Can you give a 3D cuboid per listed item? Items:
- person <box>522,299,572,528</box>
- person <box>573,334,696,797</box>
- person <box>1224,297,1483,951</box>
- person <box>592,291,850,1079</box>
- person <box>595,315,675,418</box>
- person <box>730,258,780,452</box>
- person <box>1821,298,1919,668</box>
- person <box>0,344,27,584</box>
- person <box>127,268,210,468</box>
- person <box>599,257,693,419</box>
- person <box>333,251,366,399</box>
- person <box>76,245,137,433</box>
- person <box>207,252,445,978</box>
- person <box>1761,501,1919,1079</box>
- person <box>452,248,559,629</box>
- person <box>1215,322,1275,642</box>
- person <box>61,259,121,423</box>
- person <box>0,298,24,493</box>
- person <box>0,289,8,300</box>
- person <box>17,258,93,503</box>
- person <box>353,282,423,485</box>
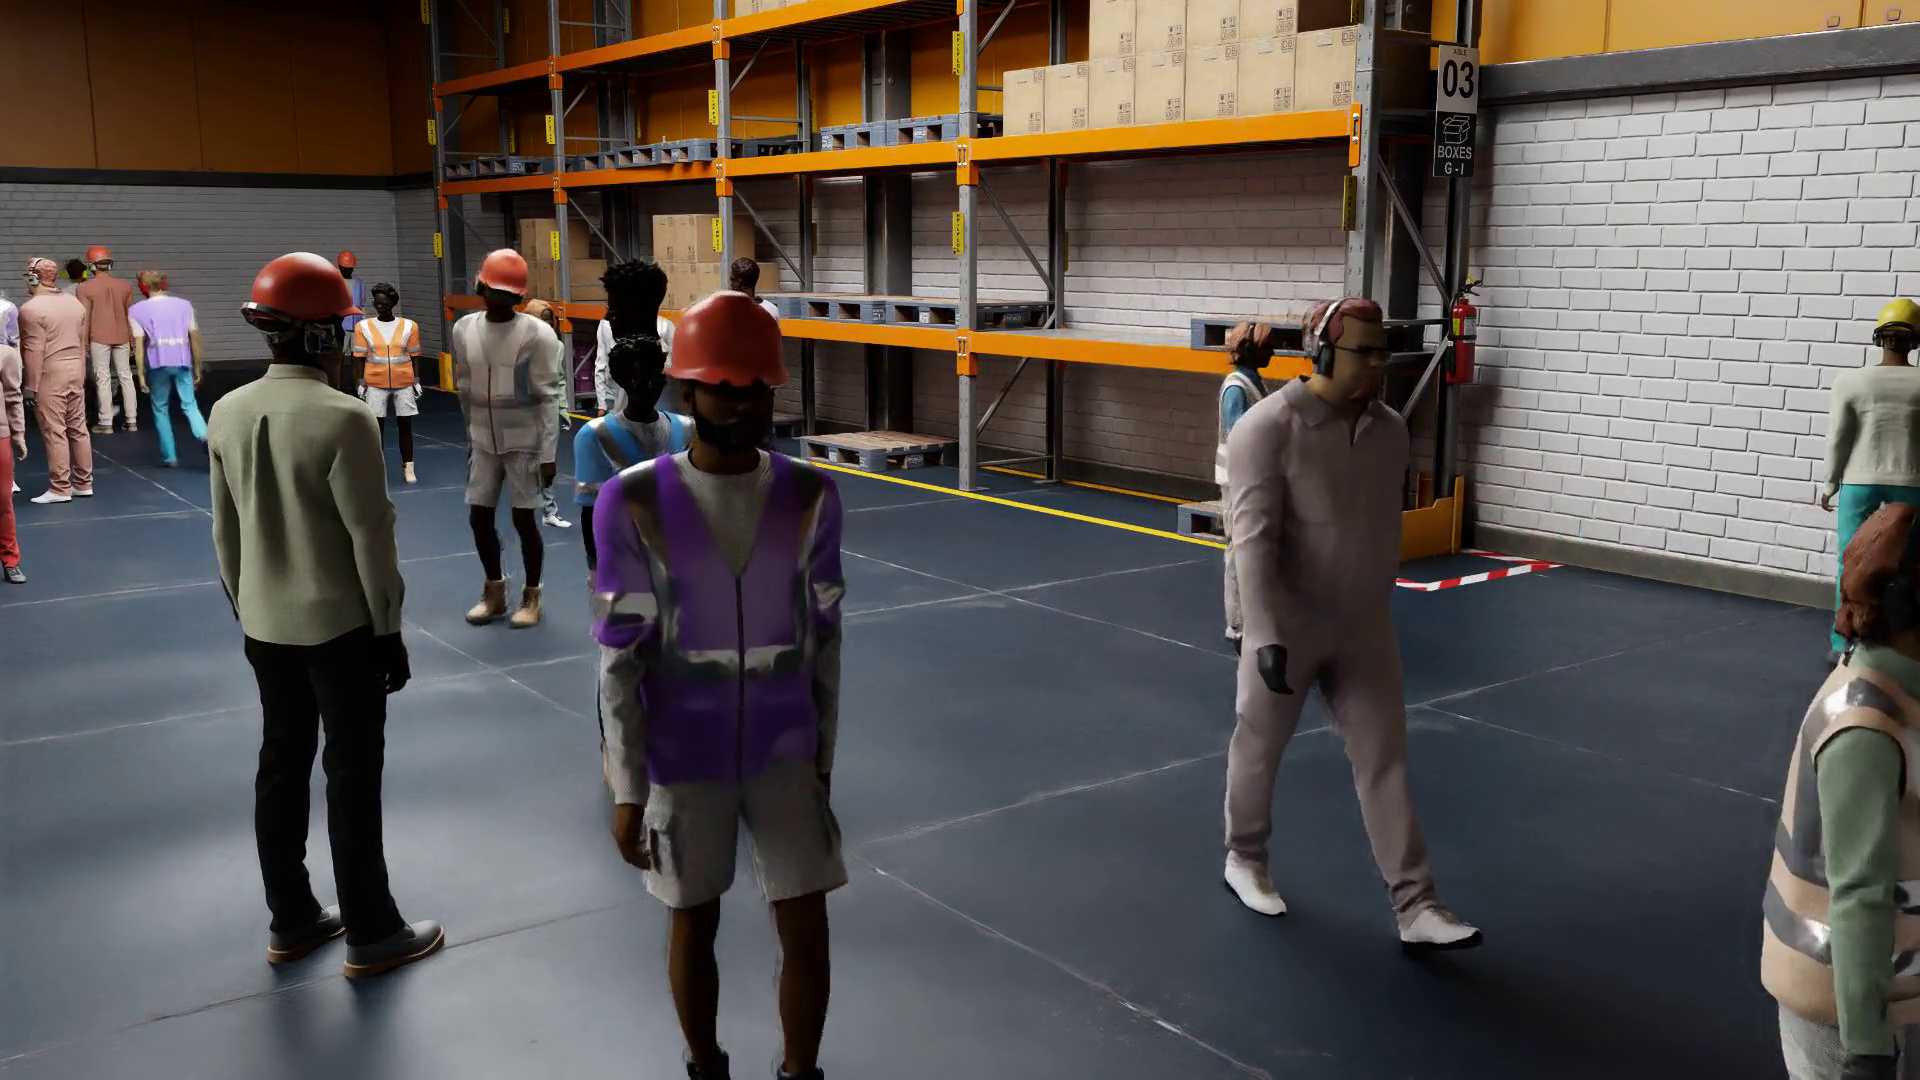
[{"bbox_3d":[-2.965,-0.873,11.721,0.279,1.633,0.497,8,13,38],"label":"person"},{"bbox_3d":[-1.164,0.089,6.155,0.535,1.697,0.318,-9,13,-41],"label":"person"},{"bbox_3d":[1.083,0.256,4.755,0.654,1.863,0.937,-4,11,-21],"label":"person"},{"bbox_3d":[-0.473,0.453,3.469,0.544,1.918,0.647,-3,11,-19],"label":"person"},{"bbox_3d":[-2.281,-0.973,11.751,0.587,1.822,0.403,-1,10,-5],"label":"person"},{"bbox_3d":[-1.513,-1.069,12.019,0.393,1.920,0.591,5,11,27],"label":"person"},{"bbox_3d":[4.370,-0.252,7.869,0.533,1.767,0.323,4,11,23],"label":"person"},{"bbox_3d":[-5.790,-0.595,9.792,0.524,1.769,0.314,-7,12,-33],"label":"person"},{"bbox_3d":[-7.009,-1.509,14.805,0.596,1.803,0.725,-9,14,-42],"label":"person"},{"bbox_3d":[-1.241,-0.143,6.699,0.362,1.963,0.613,-3,10,-15],"label":"person"},{"bbox_3d":[-7.789,-2.715,21.216,0.385,1.927,0.545,9,14,41],"label":"person"},{"bbox_3d":[-9.109,-2.136,17.778,0.378,1.995,0.613,7,12,35],"label":"person"},{"bbox_3d":[-1.772,0.216,4.606,0.610,1.996,0.379,5,11,25],"label":"person"},{"bbox_3d":[1.497,0.740,2.703,0.375,1.624,0.536,8,13,37],"label":"person"},{"bbox_3d":[-2.332,-0.501,8.615,0.628,1.995,0.573,3,10,14],"label":"person"},{"bbox_3d":[1.469,-0.278,8.402,0.376,1.636,0.534,5,11,26],"label":"person"},{"bbox_3d":[-9.909,-2.246,18.832,0.564,1.835,0.918,0,10,2],"label":"person"},{"bbox_3d":[-7.857,-1.315,13.381,0.589,1.924,0.384,-7,12,-32],"label":"person"},{"bbox_3d":[-10.512,-2.071,17.885,0.635,1.826,0.453,-10,14,-44],"label":"person"},{"bbox_3d":[-7.108,-1.241,13.014,0.406,1.911,0.637,2,10,9],"label":"person"},{"bbox_3d":[-4.773,-1.295,13.915,0.540,1.692,0.317,-4,11,-21],"label":"person"}]
